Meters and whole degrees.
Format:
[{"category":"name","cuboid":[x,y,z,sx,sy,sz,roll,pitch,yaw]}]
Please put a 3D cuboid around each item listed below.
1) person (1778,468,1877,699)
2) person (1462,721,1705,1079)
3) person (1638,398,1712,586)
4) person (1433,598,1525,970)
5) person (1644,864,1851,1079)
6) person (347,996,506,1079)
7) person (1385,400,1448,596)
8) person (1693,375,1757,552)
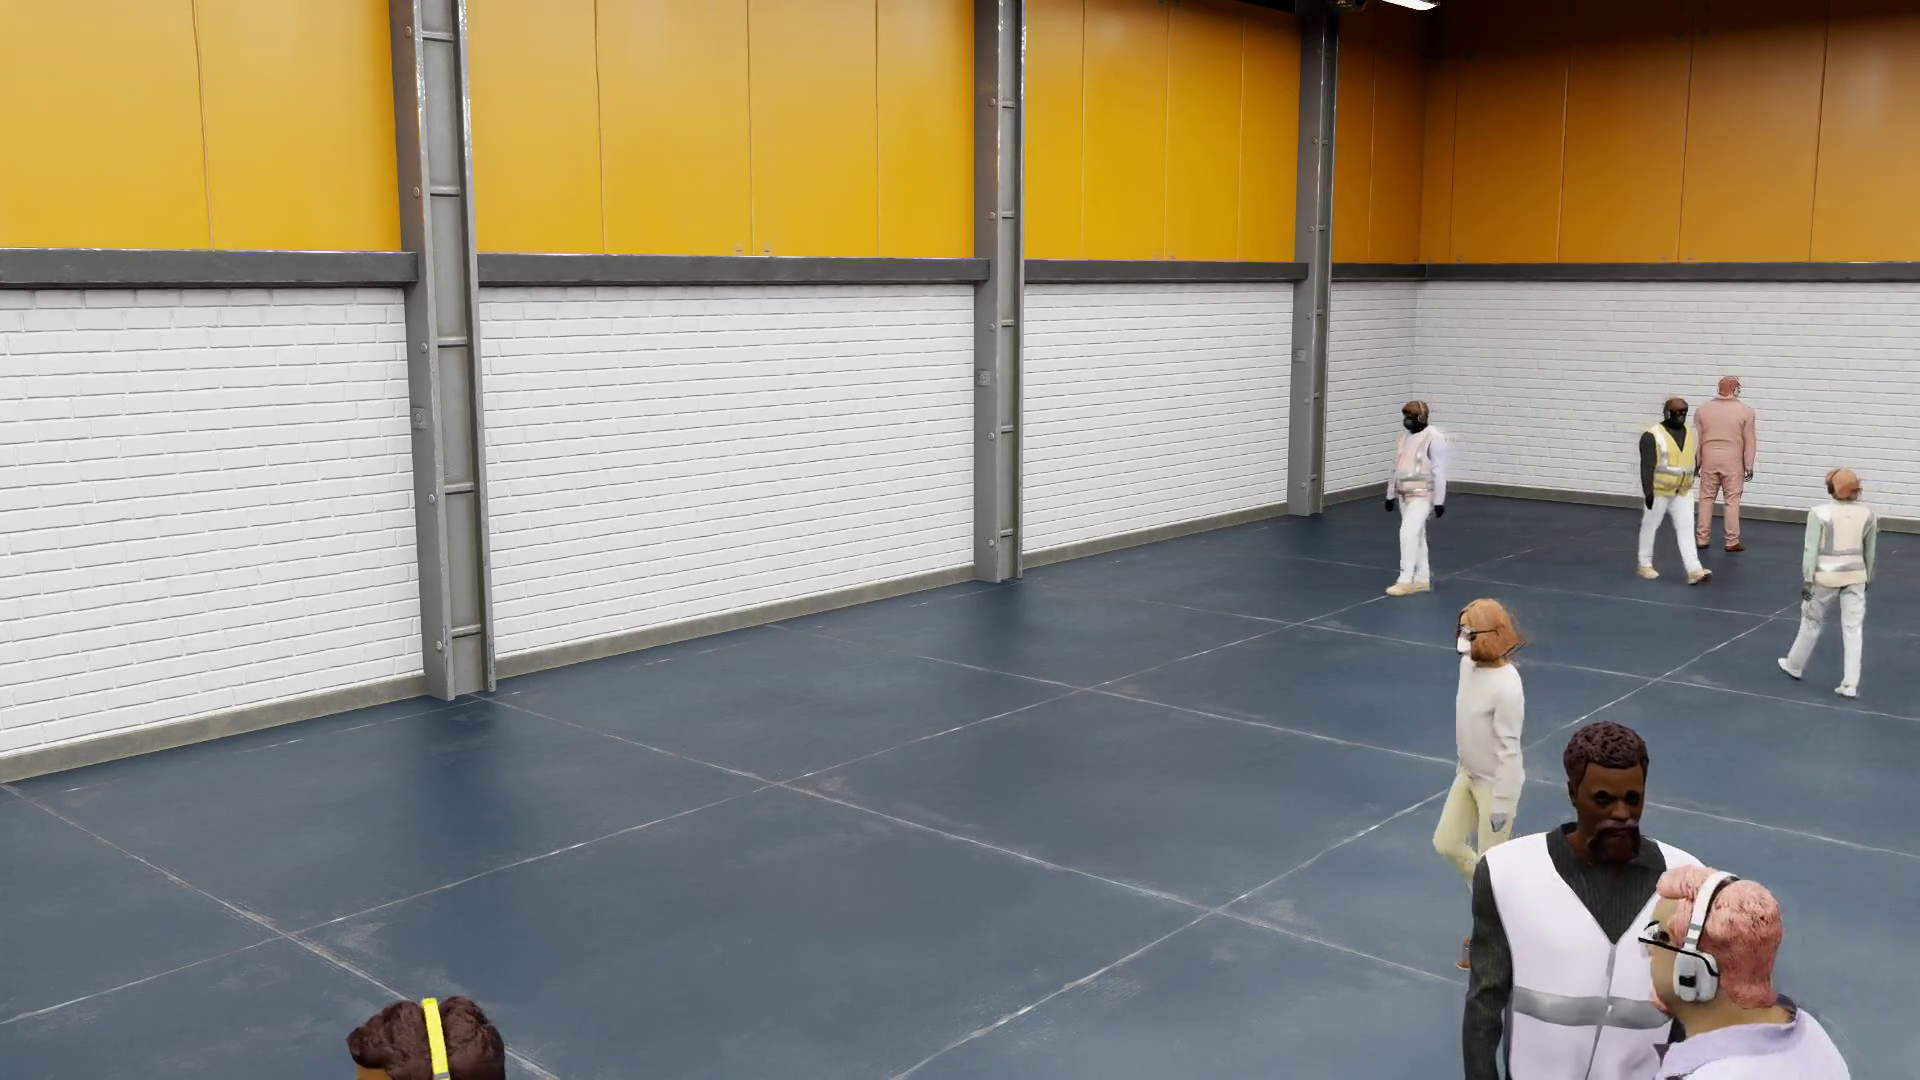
[{"category":"person","cuboid":[6.243,0.287,11.924,0.551,1.599,0.827,0,9,1]},{"category":"person","cuboid":[1.530,1.373,4.114,0.587,1.920,0.390,0,9,-1]},{"category":"person","cuboid":[6.875,-0.463,16.024,0.658,1.791,0.953,-2,9,-10]},{"category":"person","cuboid":[2.236,1.042,7.086,0.351,1.621,0.544,-1,9,-7]},{"category":"person","cuboid":[1.398,1.544,3.160,0.662,1.890,0.559,-8,12,-41]},{"category":"person","cuboid":[-0.824,1.625,2.706,0.349,1.870,0.516,-4,10,-26]},{"category":"person","cuboid":[4.155,-0.385,15.476,0.727,1.816,0.654,-3,10,-18]},{"category":"person","cuboid":[8.266,-0.829,17.992,0.652,1.904,0.403,8,12,42]}]
